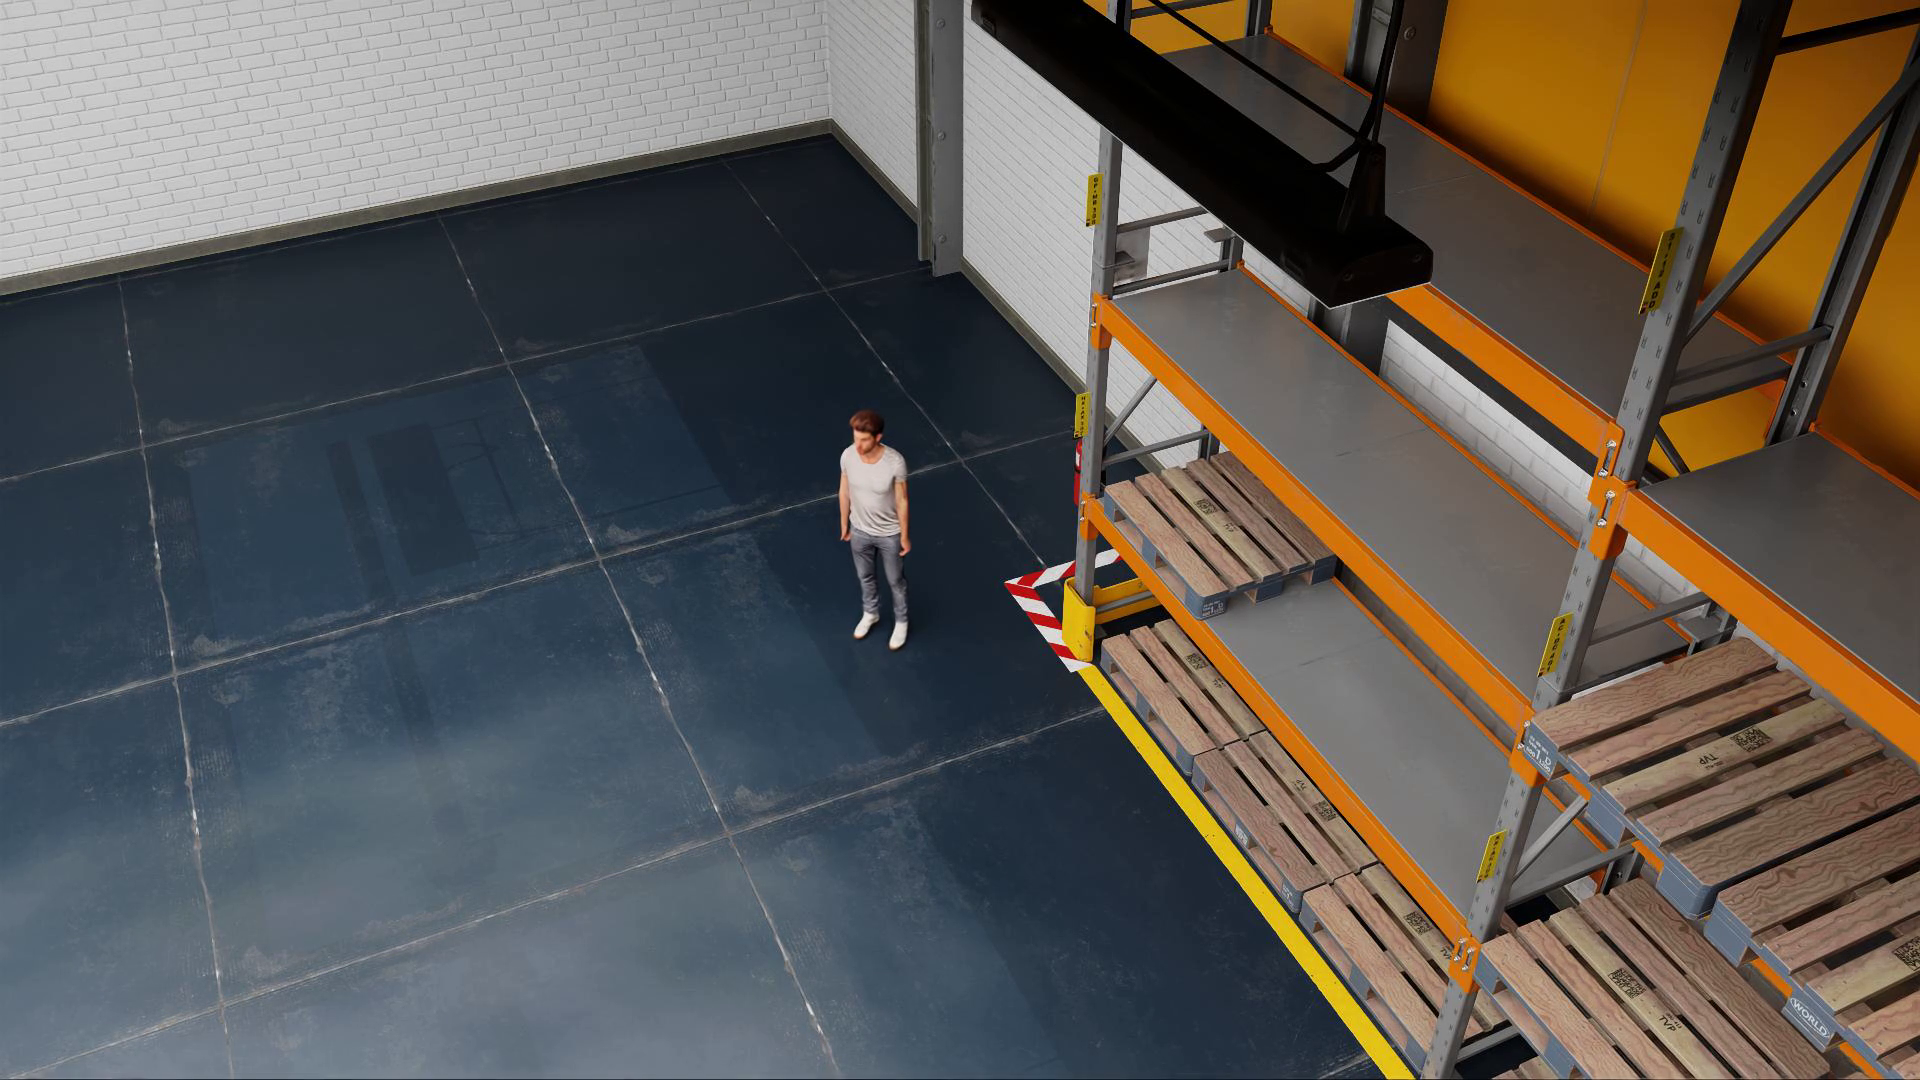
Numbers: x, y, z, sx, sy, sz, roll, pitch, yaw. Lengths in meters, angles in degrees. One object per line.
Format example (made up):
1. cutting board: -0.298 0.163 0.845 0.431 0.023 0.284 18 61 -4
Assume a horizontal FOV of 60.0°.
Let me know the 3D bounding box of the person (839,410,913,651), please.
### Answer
1. person: -0.553 -0.098 11.276 0.748 1.887 0.804 12 40 14
